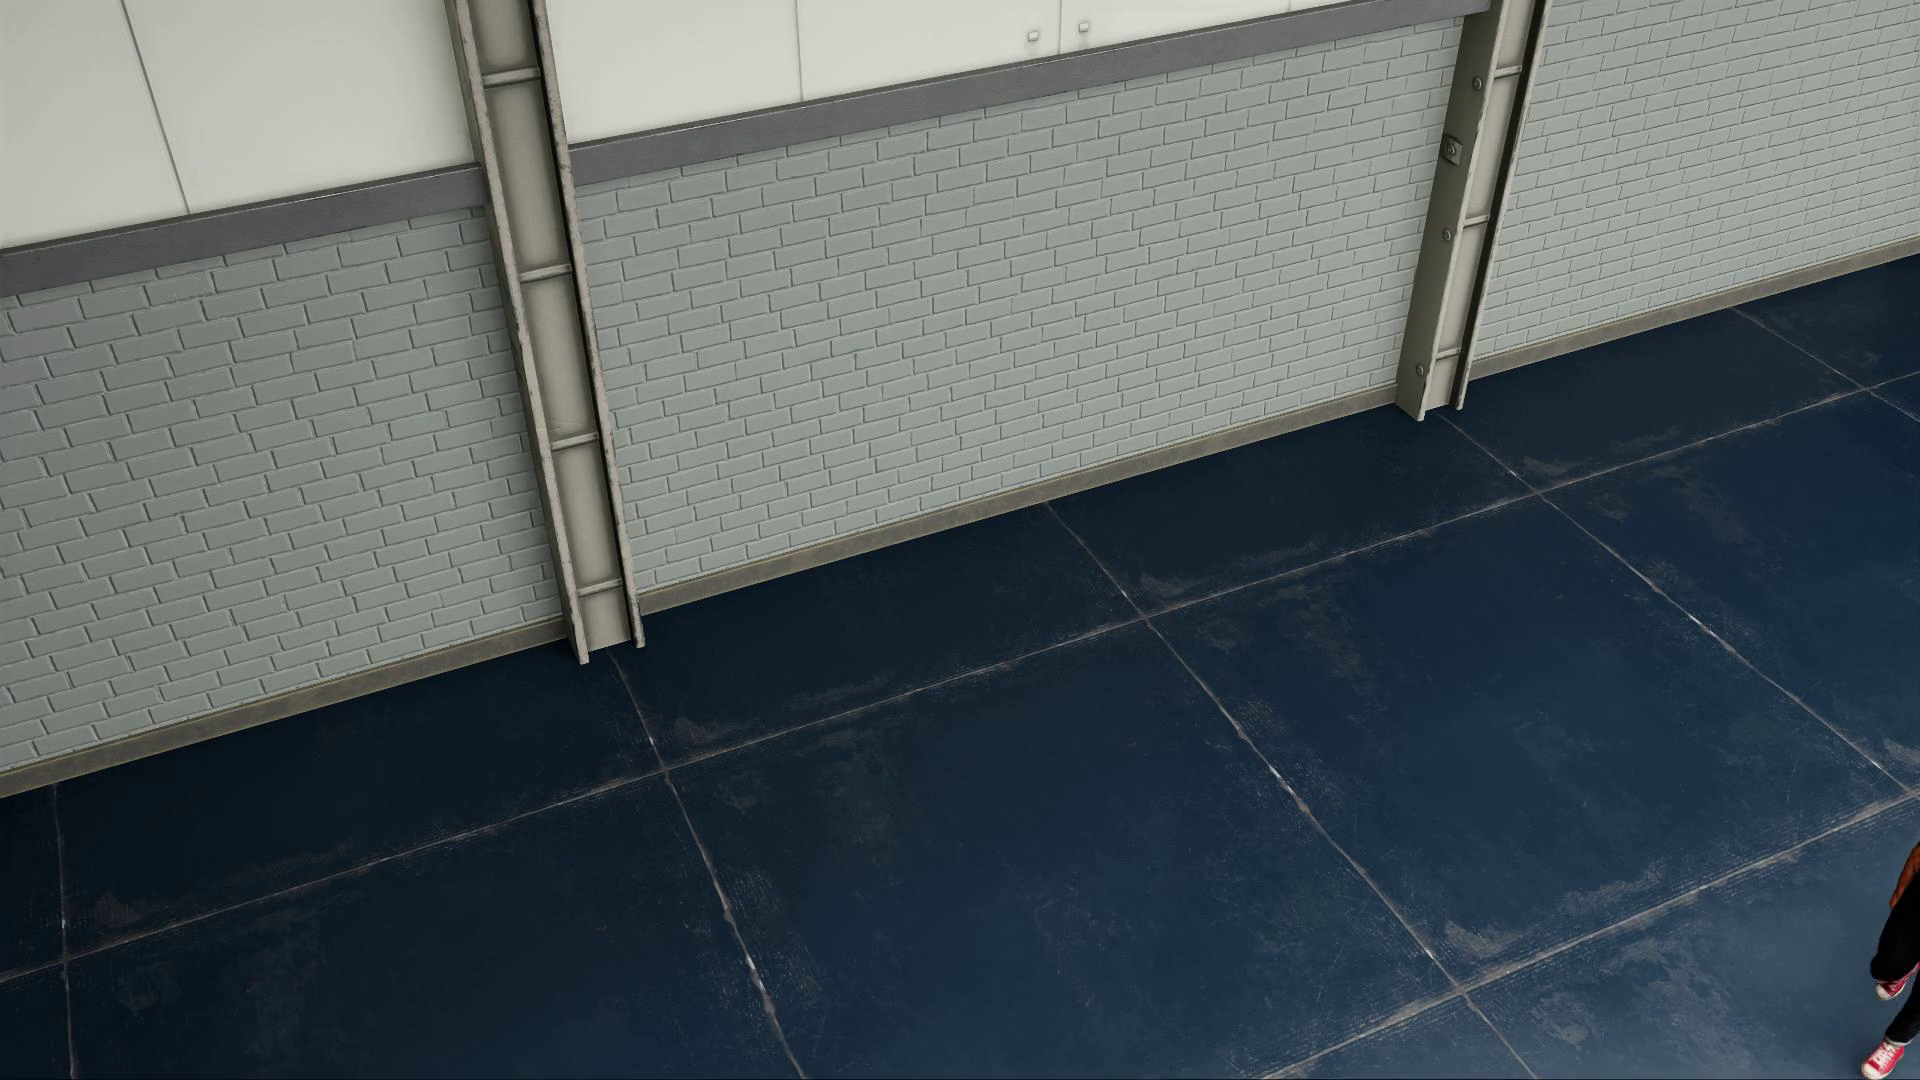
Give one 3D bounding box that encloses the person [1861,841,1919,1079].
[{"bbox_3d":[4.283,1.602,7.160,0.940,1.744,0.777,-29,47,-32],"label":"person"}]
